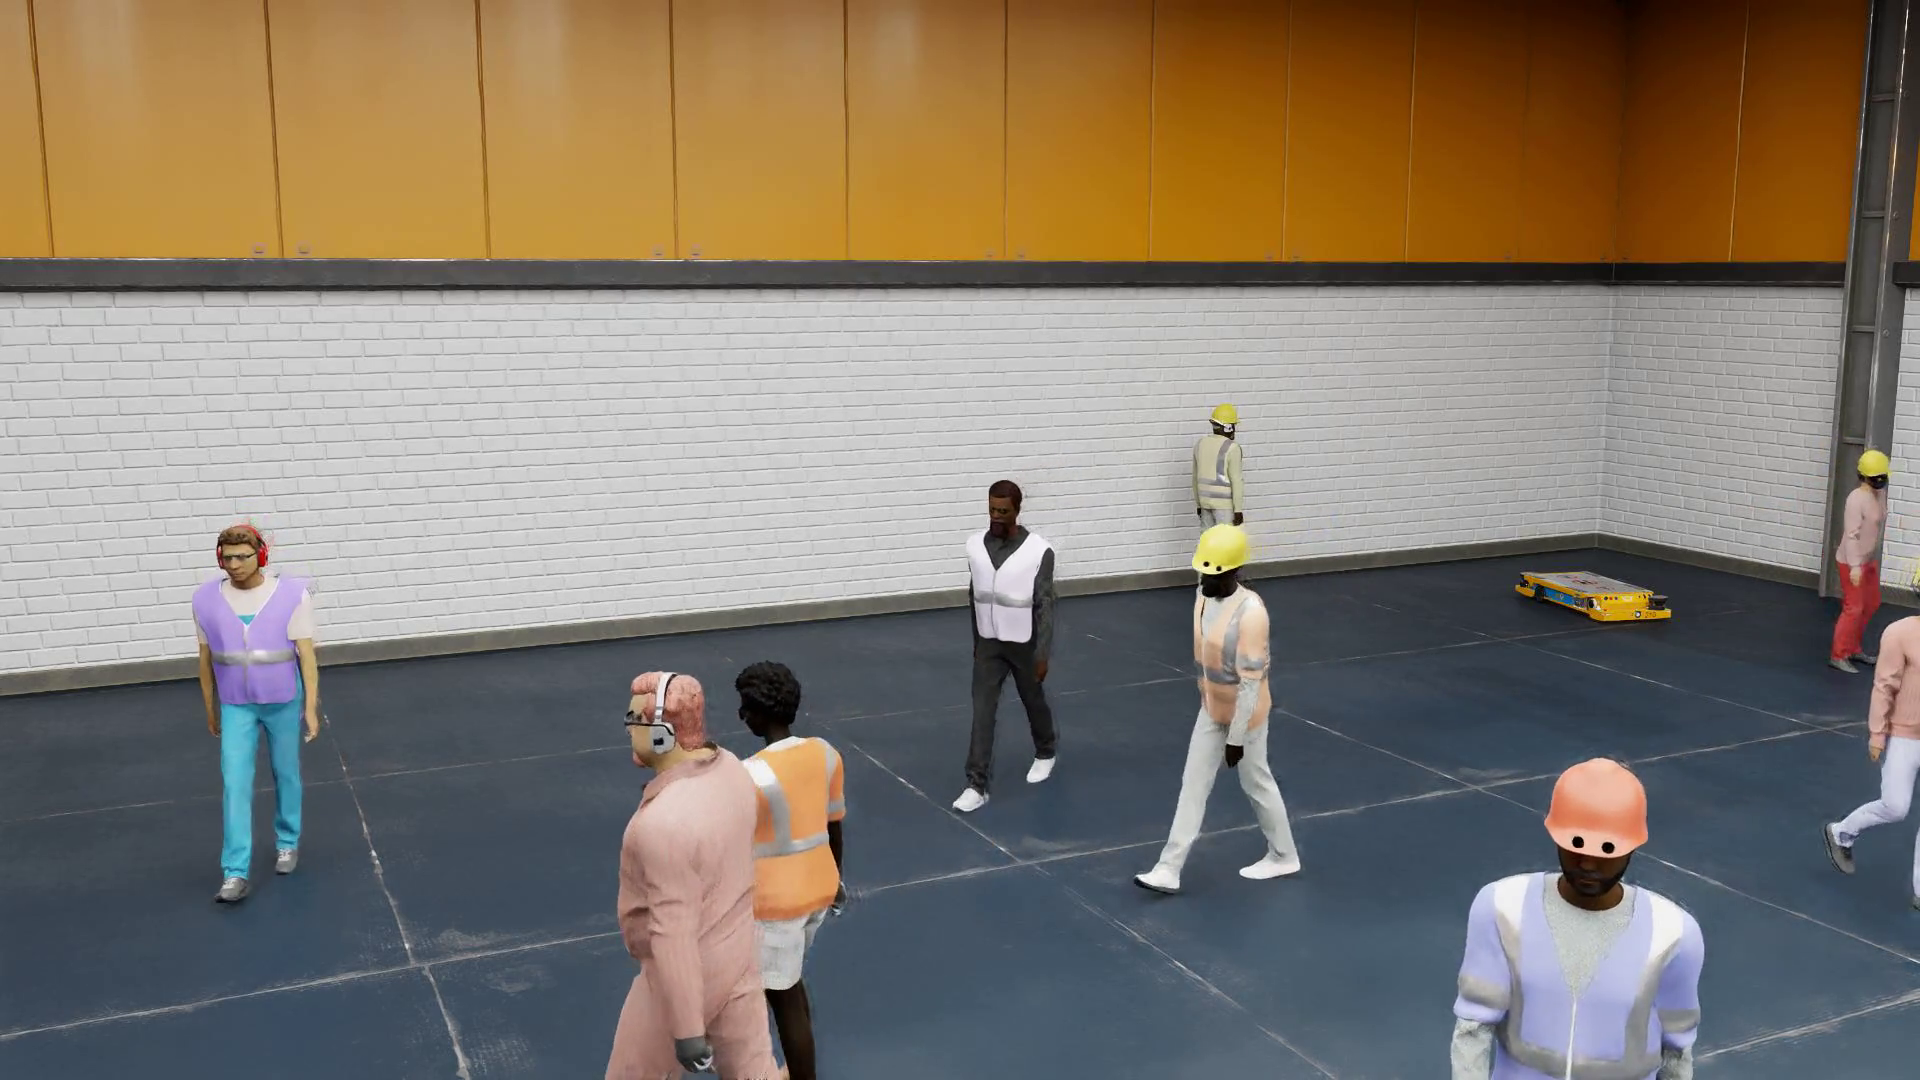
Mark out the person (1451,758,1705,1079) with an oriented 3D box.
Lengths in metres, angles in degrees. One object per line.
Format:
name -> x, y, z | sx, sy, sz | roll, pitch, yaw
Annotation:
person -> 1.526, 1.435, 4.156 | 0.552, 1.897, 0.980 | 5, 10, 26

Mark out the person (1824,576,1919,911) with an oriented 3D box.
person -> 4.515, 0.895, 7.908 | 0.537, 1.748, 0.624 | -1, 9, -8

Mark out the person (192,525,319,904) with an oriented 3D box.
person -> -3.427, 0.833, 8.108 | 0.597, 1.802, 0.901 | -2, 9, -11

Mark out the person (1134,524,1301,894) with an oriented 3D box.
person -> 1.276, 0.821, 8.068 | 0.980, 1.850, 0.656 | -4, 10, -24

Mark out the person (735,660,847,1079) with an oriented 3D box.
person -> -0.657, 1.254, 5.886 | 0.508, 1.674, 0.547 | 5, 11, 30

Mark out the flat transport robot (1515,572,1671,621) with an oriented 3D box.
flat transport robot -> 5.691, 0.489, 15.010 | 0.652, 0.197, 1.431 | -2, 9, -12

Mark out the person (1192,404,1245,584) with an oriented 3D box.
person -> 2.404, -0.341, 15.327 | 0.403, 1.830, 0.599 | -6, 11, -33

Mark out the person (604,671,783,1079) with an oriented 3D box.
person -> -0.878, 1.303, 5.070 | 1.004, 1.853, 0.646 | 3, 10, 17

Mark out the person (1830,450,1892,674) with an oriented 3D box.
person -> 6.808, 0.164, 12.522 | 0.612, 1.719, 0.408 | -7, 12, -39

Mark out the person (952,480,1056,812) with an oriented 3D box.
person -> 0.303, 0.573, 9.596 | 0.604, 1.871, 1.053 | 5, 11, 30
